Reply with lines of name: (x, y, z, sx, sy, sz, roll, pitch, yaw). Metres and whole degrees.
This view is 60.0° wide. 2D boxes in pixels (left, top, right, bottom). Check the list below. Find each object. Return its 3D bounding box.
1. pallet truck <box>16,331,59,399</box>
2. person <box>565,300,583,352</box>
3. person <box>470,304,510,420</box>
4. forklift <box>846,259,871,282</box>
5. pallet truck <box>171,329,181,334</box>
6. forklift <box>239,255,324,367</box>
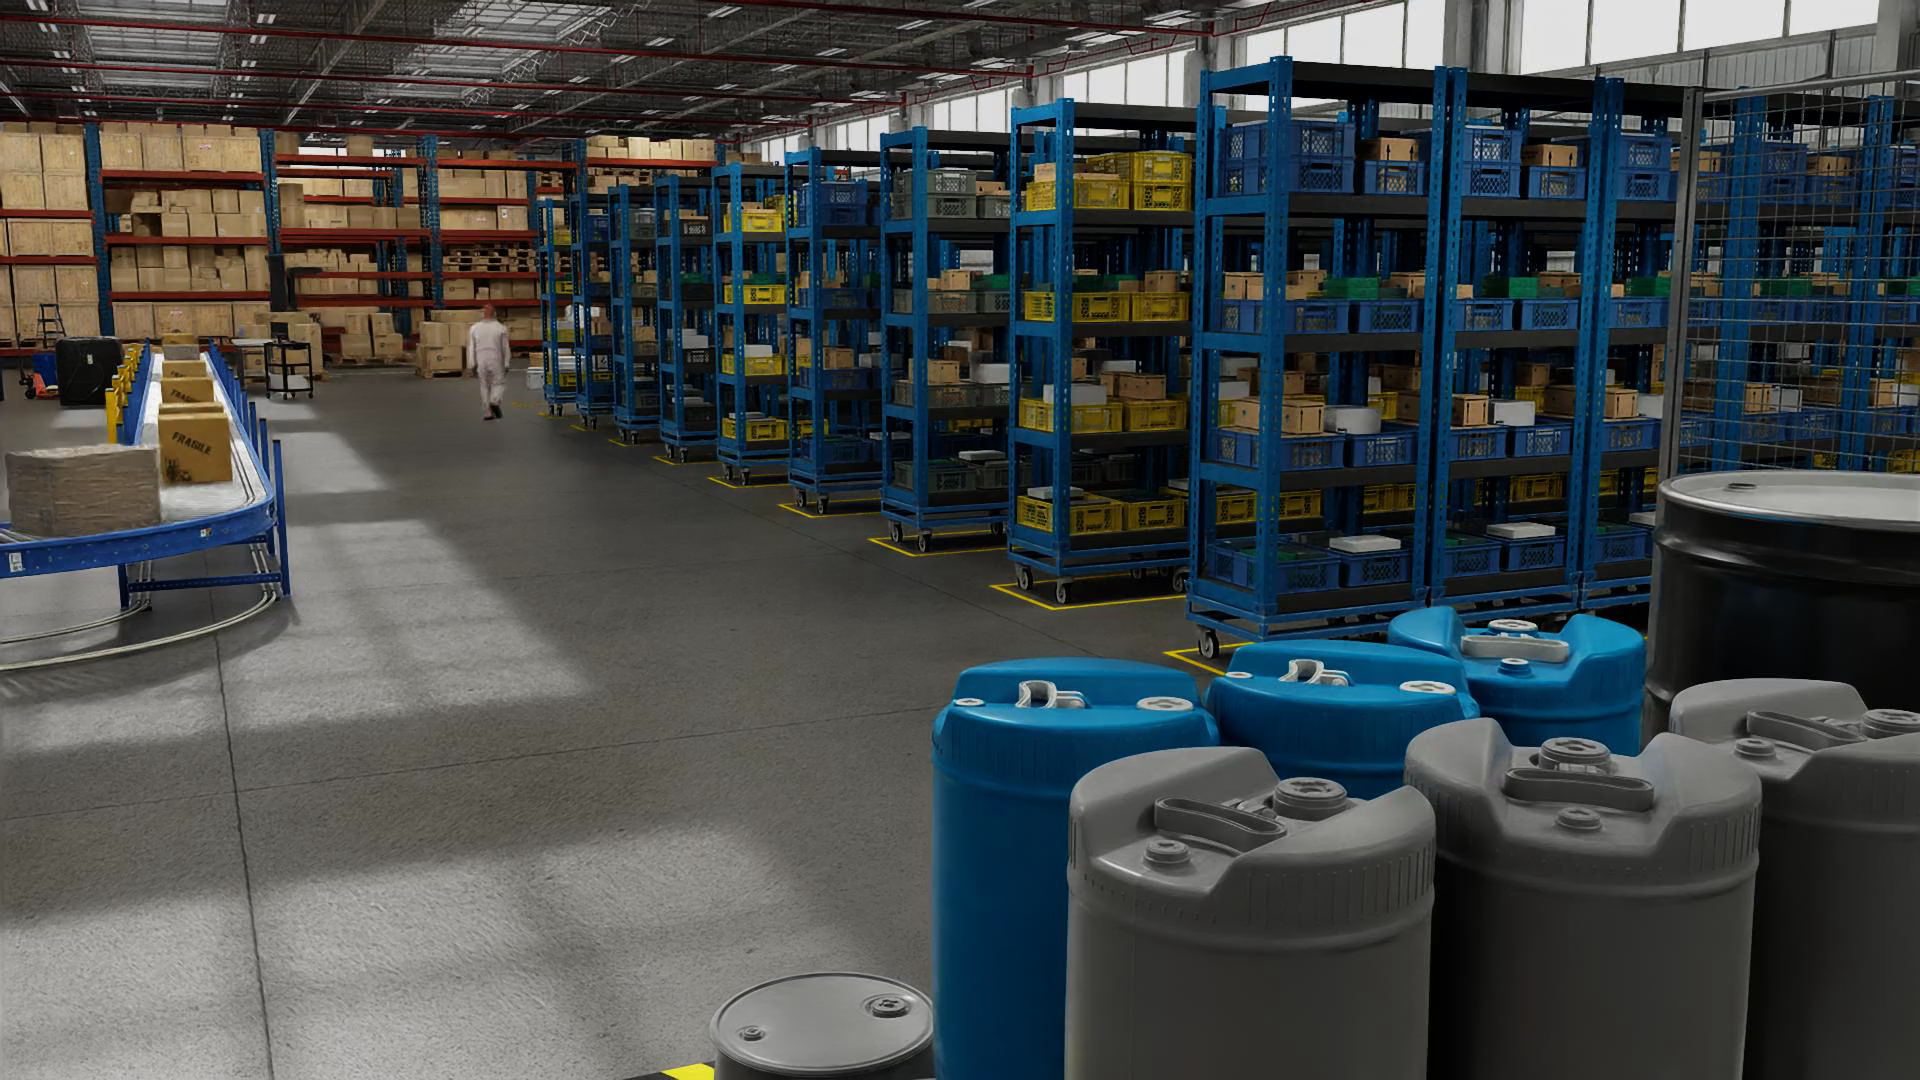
pallet truck: (-17.082, -3.353, 31.781, 1.630, 1.274, 0.653, -4, 10, -25)
person: (-9.330, -5.061, 40.369, 0.605, 1.949, 0.402, 5, 10, 27)
person: (-7.621, -2.880, 27.030, 0.651, 1.893, 0.443, 0, 9, 0)
forklift: (-3.397, -8.058, 56.083, 1.129, 2.768, 1.873, -4, 10, -25)
pallet truck: (-17.275, -3.851, 35.096, 1.601, 1.201, 0.680, 0, 9, 1)
forklift: (-16.914, -5.672, 41.280, 1.873, 2.768, 1.129, -4, 10, -25)
